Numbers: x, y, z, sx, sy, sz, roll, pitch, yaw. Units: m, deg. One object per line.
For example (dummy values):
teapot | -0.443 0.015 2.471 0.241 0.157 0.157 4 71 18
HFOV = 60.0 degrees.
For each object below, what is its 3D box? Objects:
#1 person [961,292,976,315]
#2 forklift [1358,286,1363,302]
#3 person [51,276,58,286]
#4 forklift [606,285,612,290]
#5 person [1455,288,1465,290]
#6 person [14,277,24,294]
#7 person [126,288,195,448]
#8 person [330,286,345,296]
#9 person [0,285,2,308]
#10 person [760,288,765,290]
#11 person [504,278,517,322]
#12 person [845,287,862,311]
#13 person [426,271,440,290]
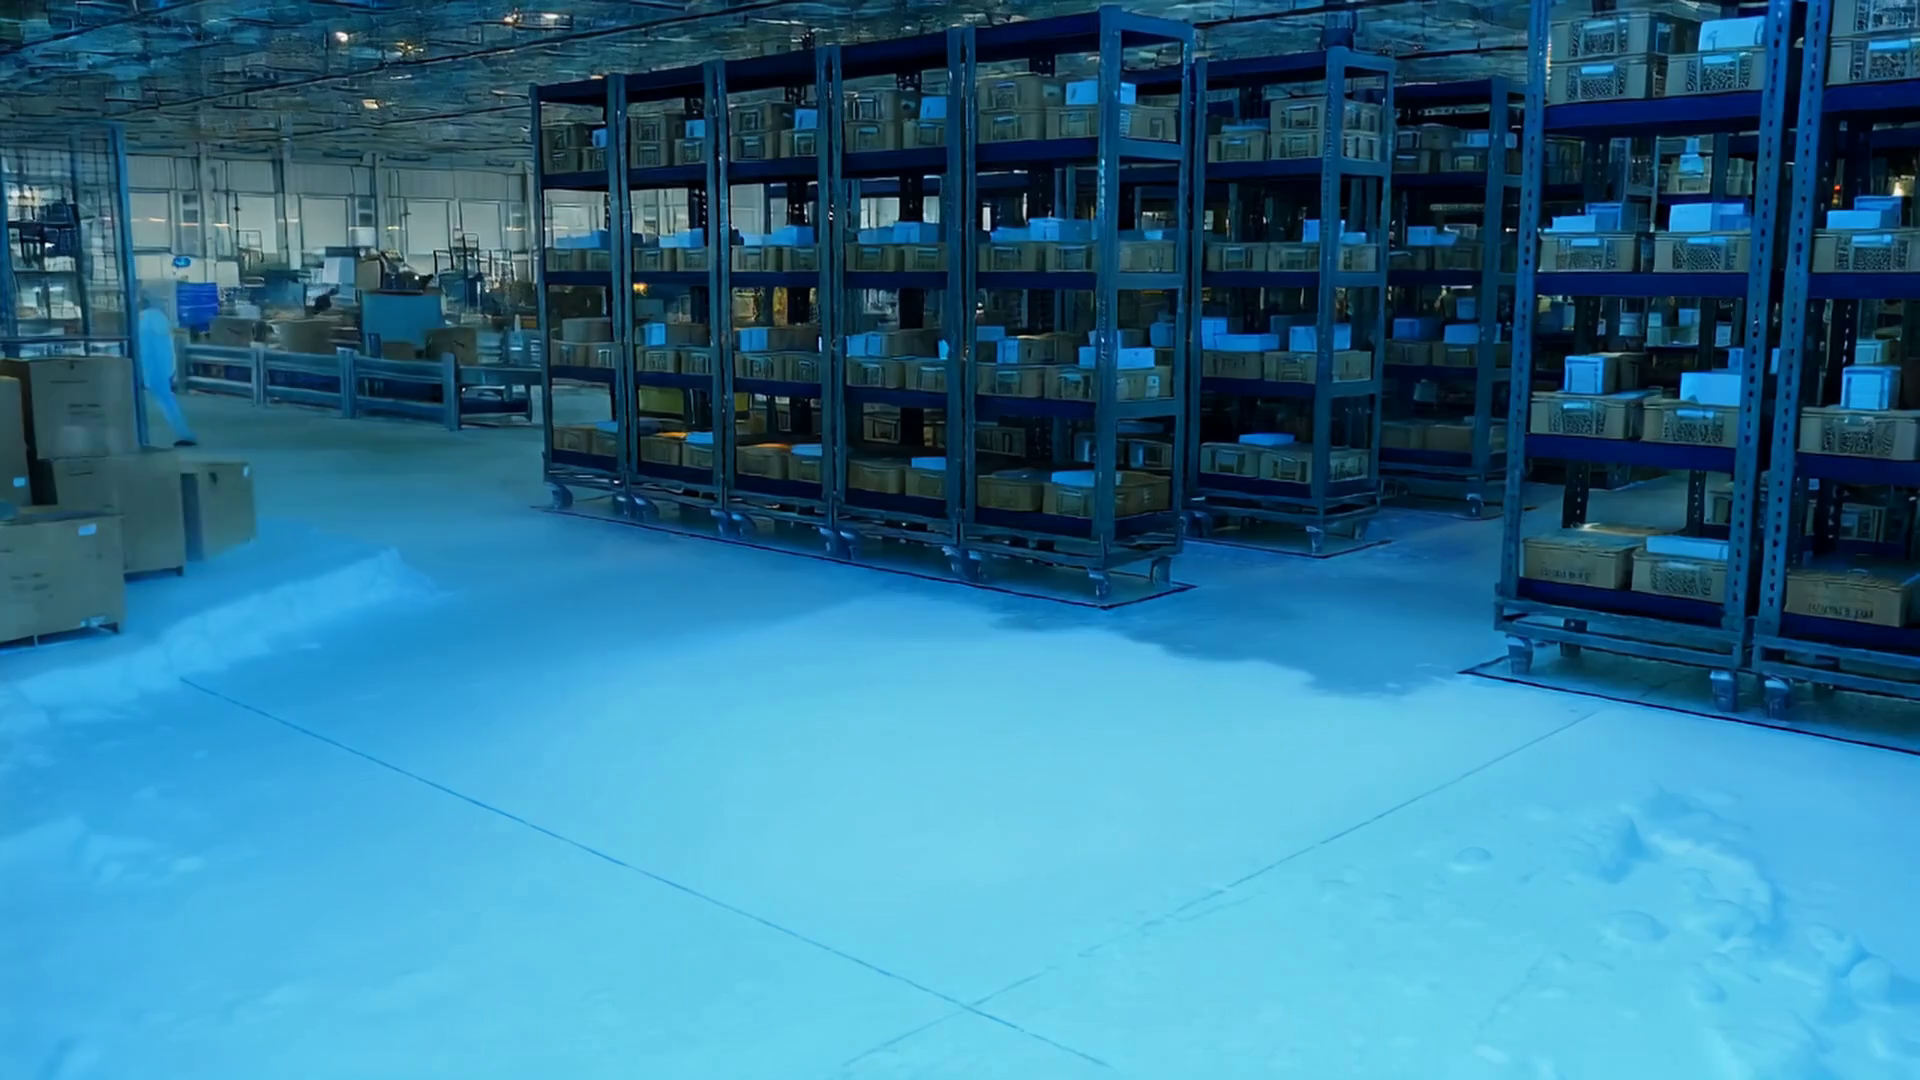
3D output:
person | 0.025 -2.250 20.978 0.422 1.817 0.600 -2 9 -9
forklift | 11.100 -7.017 46.970 1.873 2.768 1.129 9 13 43
person | -38.353 -10.403 70.681 0.643 1.927 0.391 -2 9 -12
forklift | -18.904 -13.664 87.721 1.129 2.768 1.873 -9 13 -42
person | 19.606 -9.609 65.428 0.395 2.038 0.615 -1 9 -9
person | -34.947 -8.998 62.093 0.577 1.901 0.874 2 10 15
person | -9.369 -1.977 19.236 1.049 1.849 0.658 0 9 3
person | -23.622 -9.233 63.122 0.536 2.000 0.711 -9 13 -44
person | -45.415 -11.673 78.393 0.594 1.934 0.622 -3 10 -20
person | -8.600 -10.882 73.590 0.616 1.928 0.960 -3 10 -15
person | -16.454 -8.712 60.833 0.529 1.753 0.582 -2 9 -12
person | -2.793 -5.758 42.785 0.556 1.718 0.903 -1 9 -4
person | -18.736 -8.585 59.285 0.622 1.994 0.381 5 11 28
